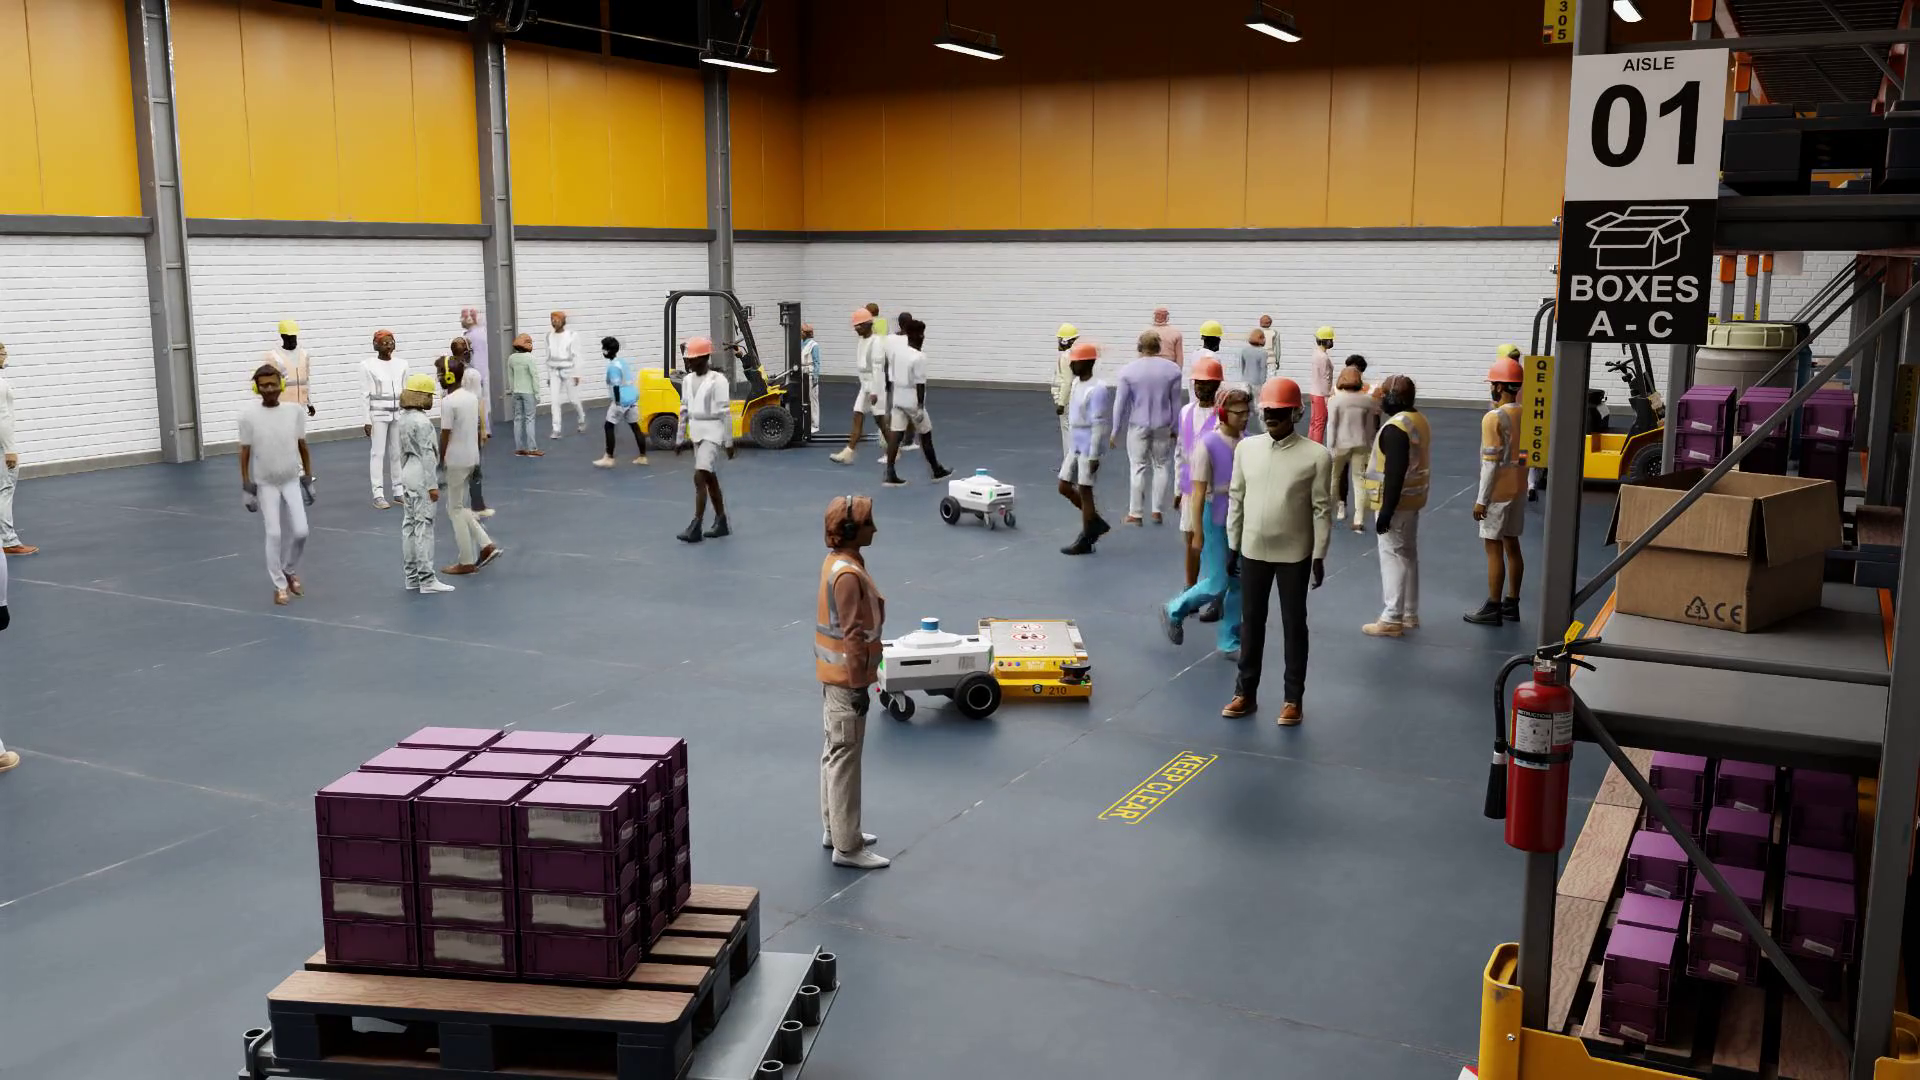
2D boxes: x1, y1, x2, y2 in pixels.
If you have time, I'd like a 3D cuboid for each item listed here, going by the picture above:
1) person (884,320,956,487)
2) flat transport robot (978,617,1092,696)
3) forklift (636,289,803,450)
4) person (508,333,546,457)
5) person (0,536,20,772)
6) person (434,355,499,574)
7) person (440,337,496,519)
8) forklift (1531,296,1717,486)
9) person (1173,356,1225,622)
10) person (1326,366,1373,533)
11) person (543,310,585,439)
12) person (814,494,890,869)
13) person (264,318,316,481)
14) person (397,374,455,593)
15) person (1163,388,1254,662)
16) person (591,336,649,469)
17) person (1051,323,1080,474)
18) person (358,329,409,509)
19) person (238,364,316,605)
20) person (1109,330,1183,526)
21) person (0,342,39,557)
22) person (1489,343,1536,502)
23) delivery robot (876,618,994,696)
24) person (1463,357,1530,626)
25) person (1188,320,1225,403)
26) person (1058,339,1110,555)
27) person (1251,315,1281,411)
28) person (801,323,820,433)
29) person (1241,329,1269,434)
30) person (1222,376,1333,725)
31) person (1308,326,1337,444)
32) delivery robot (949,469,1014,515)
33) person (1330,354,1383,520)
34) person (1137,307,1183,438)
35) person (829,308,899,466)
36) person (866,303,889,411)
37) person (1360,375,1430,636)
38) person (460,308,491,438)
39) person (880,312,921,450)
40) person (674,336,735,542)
[{"bbox_3d":[-0.509,-1.585,19.245,0.994,1.911,0.633,-9,13,-42],"label":"person"},{"bbox_3d":[0.456,0.728,10.634,0.652,0.197,1.431,0,10,-1],"label":"flat transport robot"},{"bbox_3d":[-3.358,-2.392,23.136,2.313,2.155,1.214,-1,10,-5],"label":"forklift"},{"bbox_3d":[-5.751,-1.916,22.004,0.497,1.633,0.287,6,11,29],"label":"person"},{"bbox_3d":[-5.174,0.316,8.477,0.633,1.842,0.429,-1,10,-8],"label":"person"},{"bbox_3d":[-4.181,-0.609,13.833,0.398,1.847,0.513,1,10,7],"label":"person"},{"bbox_3d":[-5.007,-1.130,16.841,0.505,1.846,0.346,4,11,22],"label":"person"},{"bbox_3d":[7.296,-1.677,18.993,2.313,2.155,1.214,5,11,27],"label":"forklift"},{"bbox_3d":[1.782,-0.373,12.180,0.545,1.942,0.352,9,14,43],"label":"person"},{"bbox_3d":[3.754,-0.891,16.195,0.520,1.585,0.836,-2,10,-12],"label":"person"},{"bbox_3d":[-5.780,-2.428,24.291,0.579,1.866,0.802,2,10,9],"label":"person"},{"bbox_3d":[-0.486,0.614,7.330,0.310,1.642,0.514,-2,10,-11],"label":"person"},{"bbox_3d":[-7.801,-1.619,19.434,0.386,1.926,0.591,6,11,31],"label":"person"},{"bbox_3d":[-4.265,-0.450,13.218,0.310,1.736,0.484,-8,13,-41],"label":"person"},{"bbox_3d":[1.697,-0.098,10.963,0.569,1.821,0.633,-9,13,-41],"label":"person"},{"bbox_3d":[-4.249,-1.715,20.812,0.619,1.650,0.611,1,10,7],"label":"person"},{"bbox_3d":[1.309,-1.720,20.284,0.403,1.835,0.586,4,11,21],"label":"person"},{"bbox_3d":[-6.053,-1.279,17.593,0.355,1.882,0.576,8,13,39],"label":"person"},{"bbox_3d":[-5.213,-0.422,12.721,0.543,1.854,0.383,-7,12,-33],"label":"person"},{"bbox_3d":[1.823,-1.092,16.380,0.719,1.925,0.427,-1,10,-6],"label":"person"},{"bbox_3d":[-8.528,-0.815,14.748,0.629,1.940,0.372,9,13,41],"label":"person"},{"bbox_3d":[5.919,-1.228,17.722,0.598,1.725,0.411,0,10,-3],"label":"person"},{"bbox_3d":[-0.176,0.699,9.713,0.707,0.478,0.477,-3,10,-14],"label":"delivery robot"},{"bbox_3d":[3.909,-0.346,12.032,0.545,1.939,0.354,-8,13,-38],"label":"person"},{"bbox_3d":[2.793,-1.513,18.815,0.384,1.928,0.588,-3,10,-19],"label":"person"},{"bbox_3d":[1.105,-0.820,14.800,0.423,1.927,0.563,-4,11,-21],"label":"person"},{"bbox_3d":[5.193,-3.007,28.299,0.514,1.640,0.310,1,10,8],"label":"person"},{"bbox_3d":[-2.280,-2.416,24.871,0.315,1.641,0.515,-9,13,-41],"label":"person"},{"bbox_3d":[4.238,-2.258,24.095,0.844,1.593,0.506,-9,14,-43],"label":"person"},{"bbox_3d":[1.805,0.060,9.514,0.609,1.996,0.383,6,11,31],"label":"person"},{"bbox_3d":[4.582,-1.813,21.022,0.311,1.769,0.525,-1,10,-3],"label":"person"},{"bbox_3d":[0.210,-0.460,16.420,0.477,0.478,0.707,-8,13,-38],"label":"delivery robot"},{"bbox_3d":[4.027,-1.062,16.953,0.539,1.682,0.662,3,10,17],"label":"person"},{"bbox_3d":[2.905,-2.432,24.241,0.697,1.898,0.428,1,10,6],"label":"person"},{"bbox_3d":[-1.208,-1.921,21.015,0.928,1.984,0.681,-6,11,-30],"label":"person"},{"bbox_3d":[-1.476,-3.121,28.381,0.429,1.840,0.632,7,12,36],"label":"person"},{"bbox_3d":[3.082,-0.242,11.751,0.429,1.836,0.692,6,11,31],"label":"person"},{"bbox_3d":[-7.163,-2.390,24.028,0.721,1.886,0.656,-2,10,-14],"label":"person"},{"bbox_3d":[-0.797,-2.142,22.555,0.616,1.893,0.613,6,12,31],"label":"person"},{"bbox_3d":[-2.473,-0.934,15.503,0.567,1.906,0.830,9,13,42],"label":"person"}]
